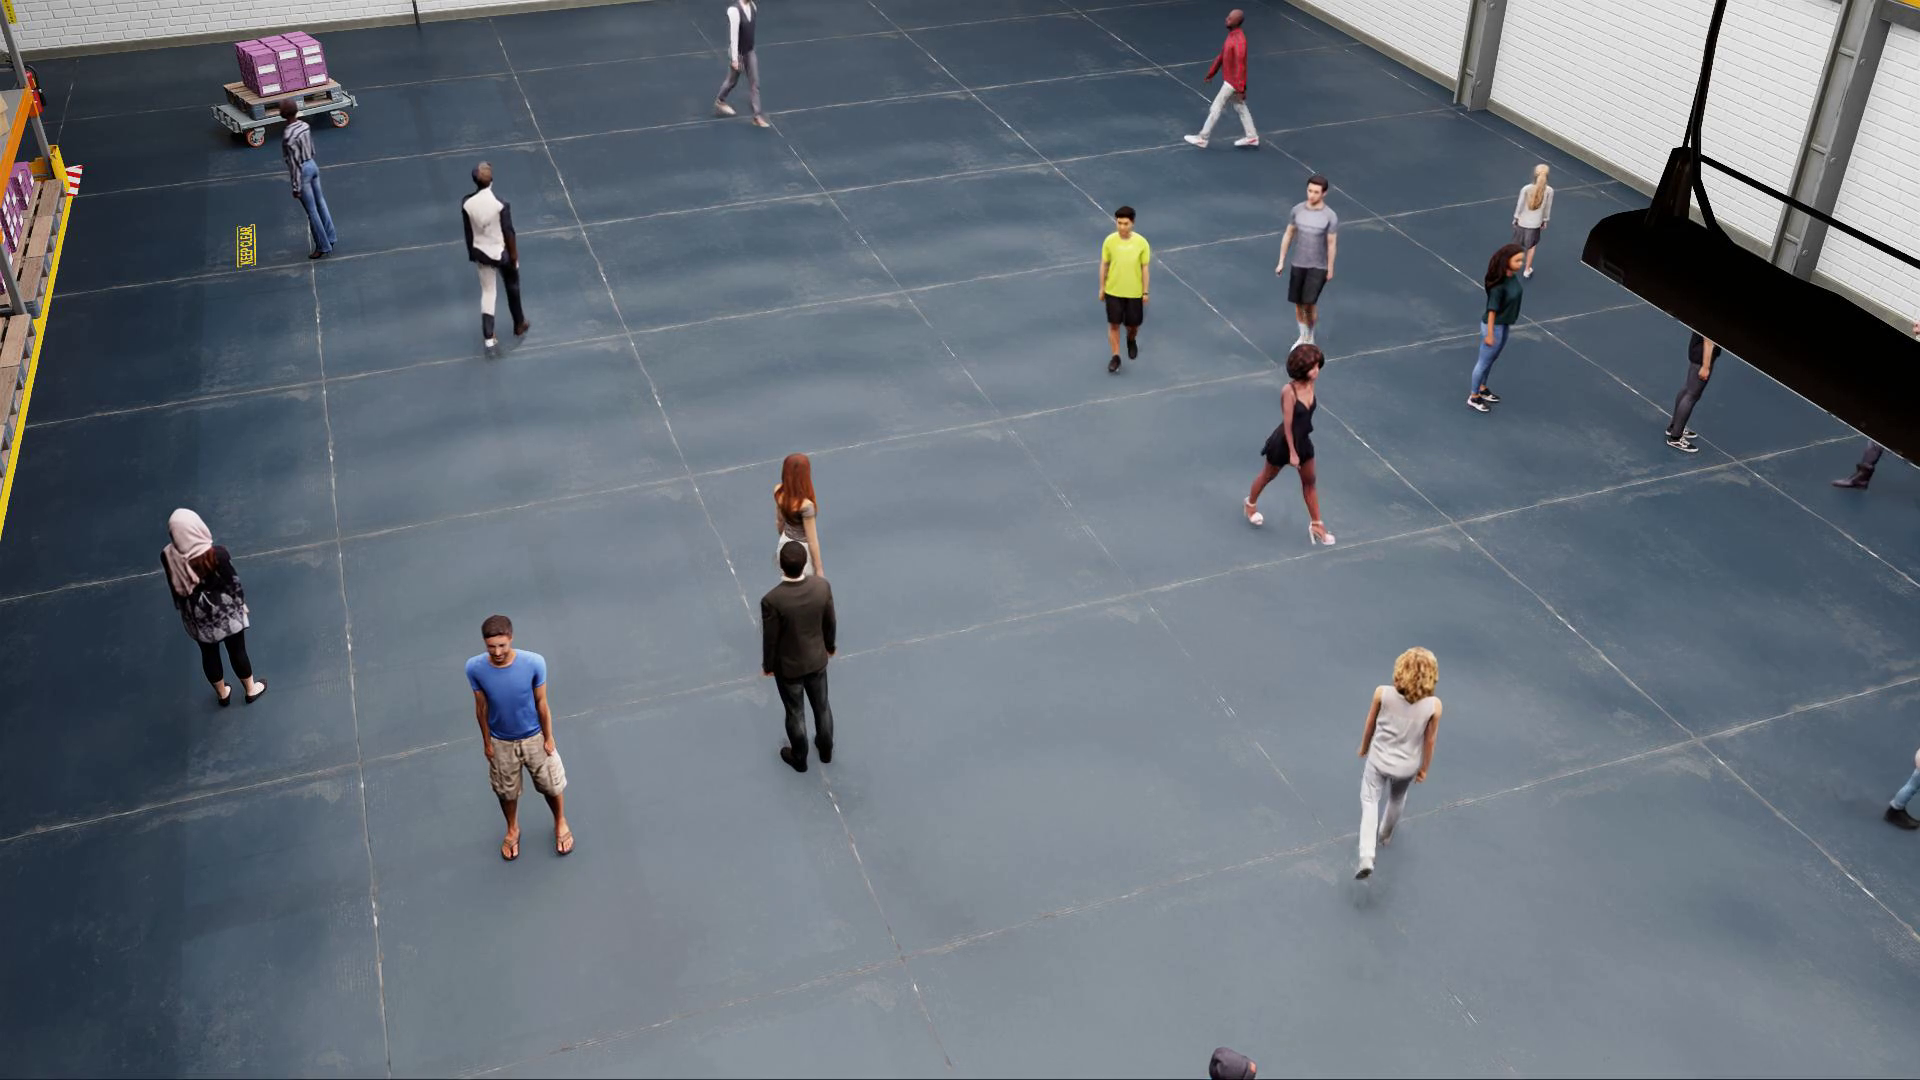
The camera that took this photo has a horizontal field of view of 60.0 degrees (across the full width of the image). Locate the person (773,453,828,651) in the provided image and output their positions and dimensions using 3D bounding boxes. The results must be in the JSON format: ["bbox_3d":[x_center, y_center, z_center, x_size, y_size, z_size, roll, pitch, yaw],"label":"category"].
[{"bbox_3d":[-1.201,0.121,12.232,0.723,1.718,0.594,-29,43,-36],"label":"person"}]

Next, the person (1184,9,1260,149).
[{"bbox_3d":[3.564,-5.824,21.125,1.082,1.774,1.244,3,34,5],"label":"person"}]

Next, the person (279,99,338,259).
[{"bbox_3d":[-7.212,-3.993,18.352,0.760,1.795,0.628,4,34,6],"label":"person"}]

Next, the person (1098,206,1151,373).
[{"bbox_3d":[1.604,-2.462,16.141,0.818,1.693,0.883,8,34,11],"label":"person"}]

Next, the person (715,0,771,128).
[{"bbox_3d":[-2.941,-6.423,21.932,1.310,1.878,1.053,24,41,32],"label":"person"}]

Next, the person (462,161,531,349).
[{"bbox_3d":[-4.648,-2.777,16.455,0.982,1.869,1.164,3,34,5],"label":"person"}]

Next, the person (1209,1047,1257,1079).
[{"bbox_3d":[1.191,3.017,7.805,0.752,1.794,0.634,4,34,5],"label":"person"}]

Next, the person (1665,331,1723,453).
[{"bbox_3d":[6.642,-1.690,14.850,0.766,1.835,0.683,11,35,17],"label":"person"}]

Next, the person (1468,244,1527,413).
[{"bbox_3d":[5.004,-2.008,15.528,0.741,1.615,0.704,23,40,30],"label":"person"}]

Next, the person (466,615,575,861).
[{"bbox_3d":[-2.786,1.209,10.468,0.681,1.859,0.635,-5,34,-7],"label":"person"}]

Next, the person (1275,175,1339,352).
[{"bbox_3d":[3.497,-2.734,16.400,0.801,1.859,0.879,26,41,33],"label":"person"}]

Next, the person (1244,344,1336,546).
[{"bbox_3d":[2.617,-0.790,13.581,0.820,1.741,1.162,-25,41,-33],"label":"person"}]

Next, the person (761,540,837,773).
[{"bbox_3d":[-1.072,0.779,11.165,0.722,1.804,0.589,-17,37,-24],"label":"person"}]

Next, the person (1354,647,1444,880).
[{"bbox_3d":[2.687,1.400,10.369,0.931,1.650,1.064,9,35,13],"label":"person"}]

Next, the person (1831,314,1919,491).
[{"bbox_3d":[8.122,-1.104,14.011,1.173,1.788,1.197,11,35,15],"label":"person"}]

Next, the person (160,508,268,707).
[{"bbox_3d":[-5.304,0.475,11.772,0.681,1.637,0.684,-5,34,-7],"label":"person"}]

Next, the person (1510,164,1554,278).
[{"bbox_3d":[6.176,-3.469,18.033,0.608,1.274,0.643,8,35,12],"label":"person"}]
